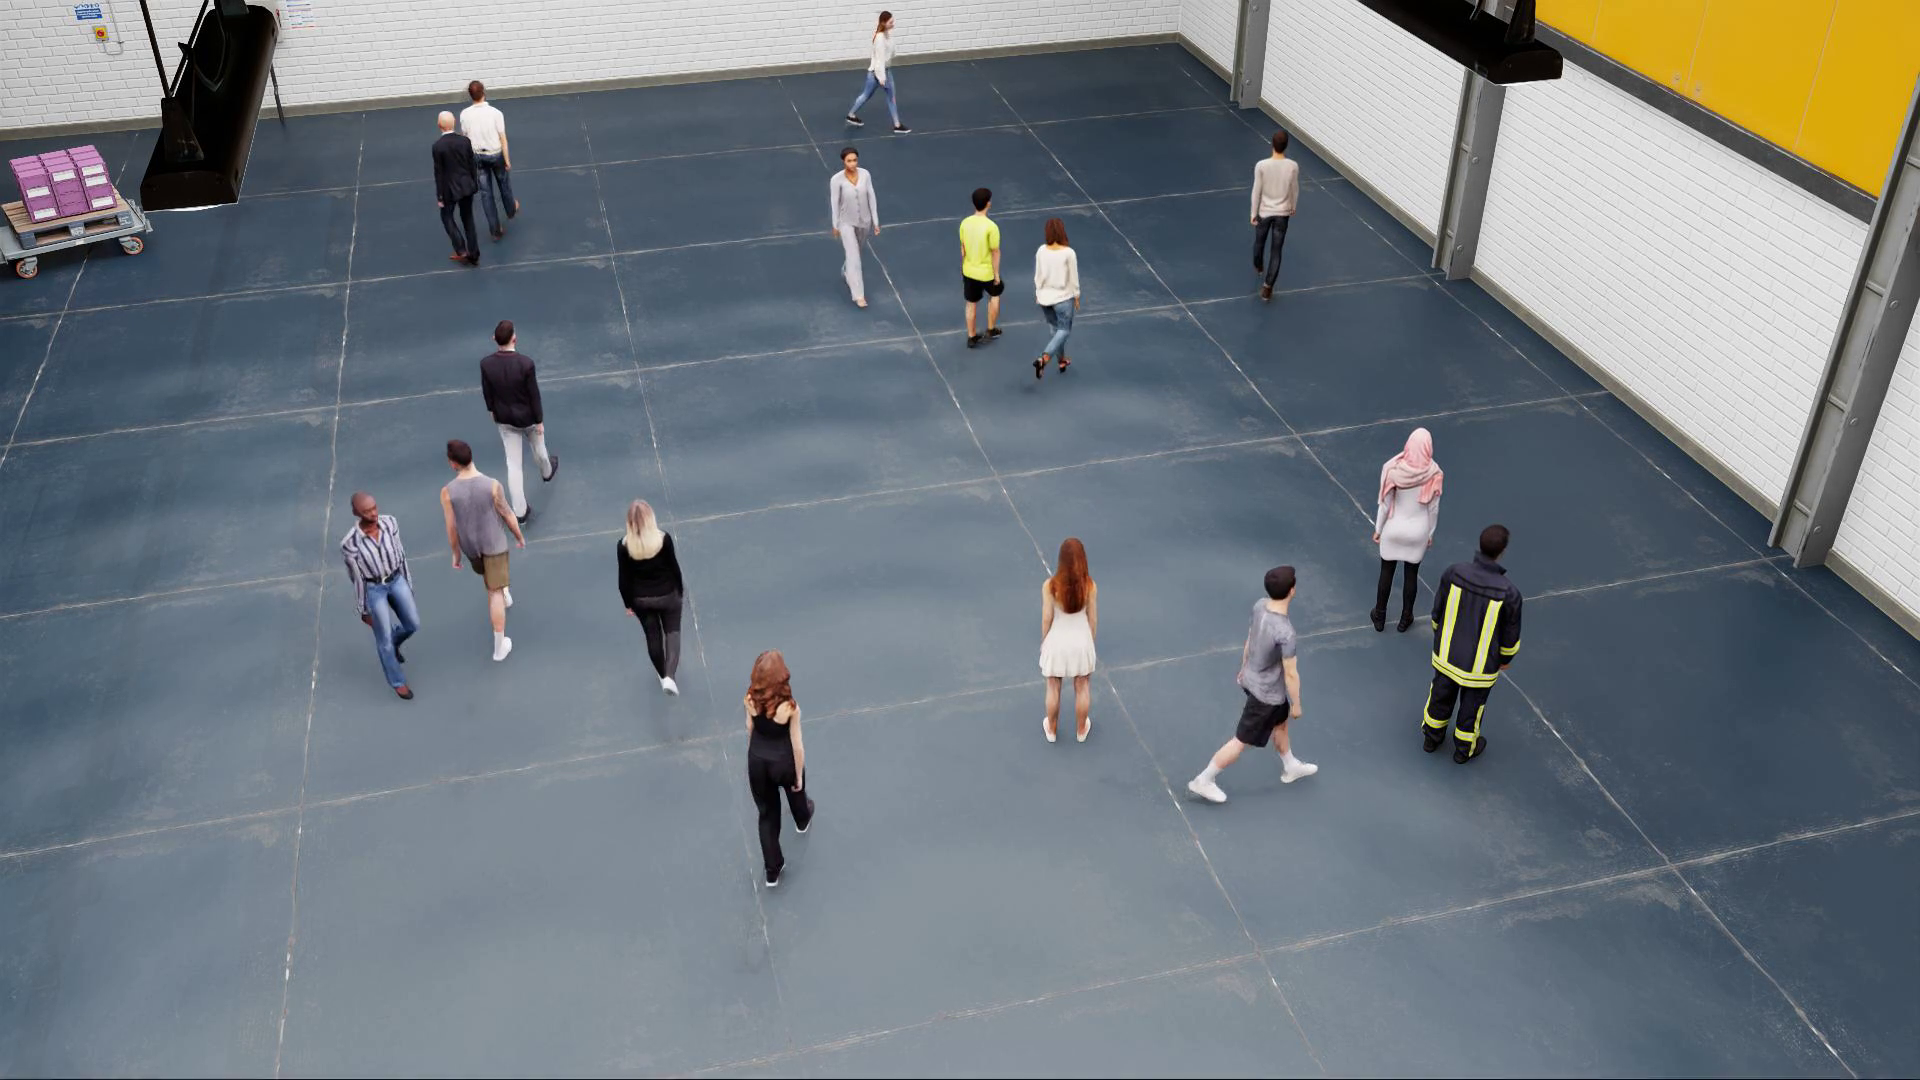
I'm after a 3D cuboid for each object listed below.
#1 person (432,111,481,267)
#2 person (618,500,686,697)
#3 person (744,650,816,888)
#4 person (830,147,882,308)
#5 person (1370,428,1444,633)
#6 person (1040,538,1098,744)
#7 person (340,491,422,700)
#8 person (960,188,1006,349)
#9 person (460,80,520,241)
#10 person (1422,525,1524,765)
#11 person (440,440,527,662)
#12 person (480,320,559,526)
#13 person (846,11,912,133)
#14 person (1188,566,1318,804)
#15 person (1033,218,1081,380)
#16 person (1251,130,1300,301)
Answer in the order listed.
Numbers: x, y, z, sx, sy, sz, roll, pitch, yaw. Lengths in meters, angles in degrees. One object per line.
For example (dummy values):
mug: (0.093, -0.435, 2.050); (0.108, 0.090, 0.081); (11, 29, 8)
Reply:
person: (-5.649, -3.932, 18.816); (0.818, 1.781, 0.808); (-26, 42, -34)
person: (-2.249, 0.484, 12.264); (0.659, 1.679, 0.841); (-5, 34, -8)
person: (-1.229, 1.509, 10.694); (0.855, 1.711, 1.081); (5, 34, 8)
person: (-1.191, -3.507, 18.244); (0.803, 1.706, 1.174); (-16, 37, -23)
person: (3.476, -0.073, 12.990); (0.723, 1.803, 0.737); (7, 34, 10)
person: (0.776, 0.729, 11.872); (0.614, 1.706, 0.614); (1, 34, 1)
person: (-4.340, 0.376, 12.331); (0.881, 1.784, 0.821); (24, 40, 31)
person: (0.176, -2.767, 17.138); (0.827, 1.698, 0.886); (17, 37, 24)
person: (-5.558, -4.416, 19.511); (0.866, 1.818, 1.189); (-1, 34, -1)
person: (3.582, 0.729, 11.673); (0.859, 1.926, 0.954); (22, 40, 30)
person: (-3.666, 0.116, 12.789); (0.780, 1.771, 1.219); (-4, 34, -6)
person: (-3.856, -0.977, 14.357); (0.941, 1.796, 1.265); (2, 34, 3)
person: (-1.173, -6.315, 22.539); (1.146, 1.628, 1.202); (10, 35, 15)
person: (1.979, 1.025, 11.310); (0.793, 1.834, 1.176); (-5, 34, -8)
person: (0.922, -2.344, 16.552); (0.986, 1.642, 1.034); (22, 39, 29)
person: (3.421, -3.499, 18.128); (0.987, 1.821, 1.238); (6, 34, 9)
